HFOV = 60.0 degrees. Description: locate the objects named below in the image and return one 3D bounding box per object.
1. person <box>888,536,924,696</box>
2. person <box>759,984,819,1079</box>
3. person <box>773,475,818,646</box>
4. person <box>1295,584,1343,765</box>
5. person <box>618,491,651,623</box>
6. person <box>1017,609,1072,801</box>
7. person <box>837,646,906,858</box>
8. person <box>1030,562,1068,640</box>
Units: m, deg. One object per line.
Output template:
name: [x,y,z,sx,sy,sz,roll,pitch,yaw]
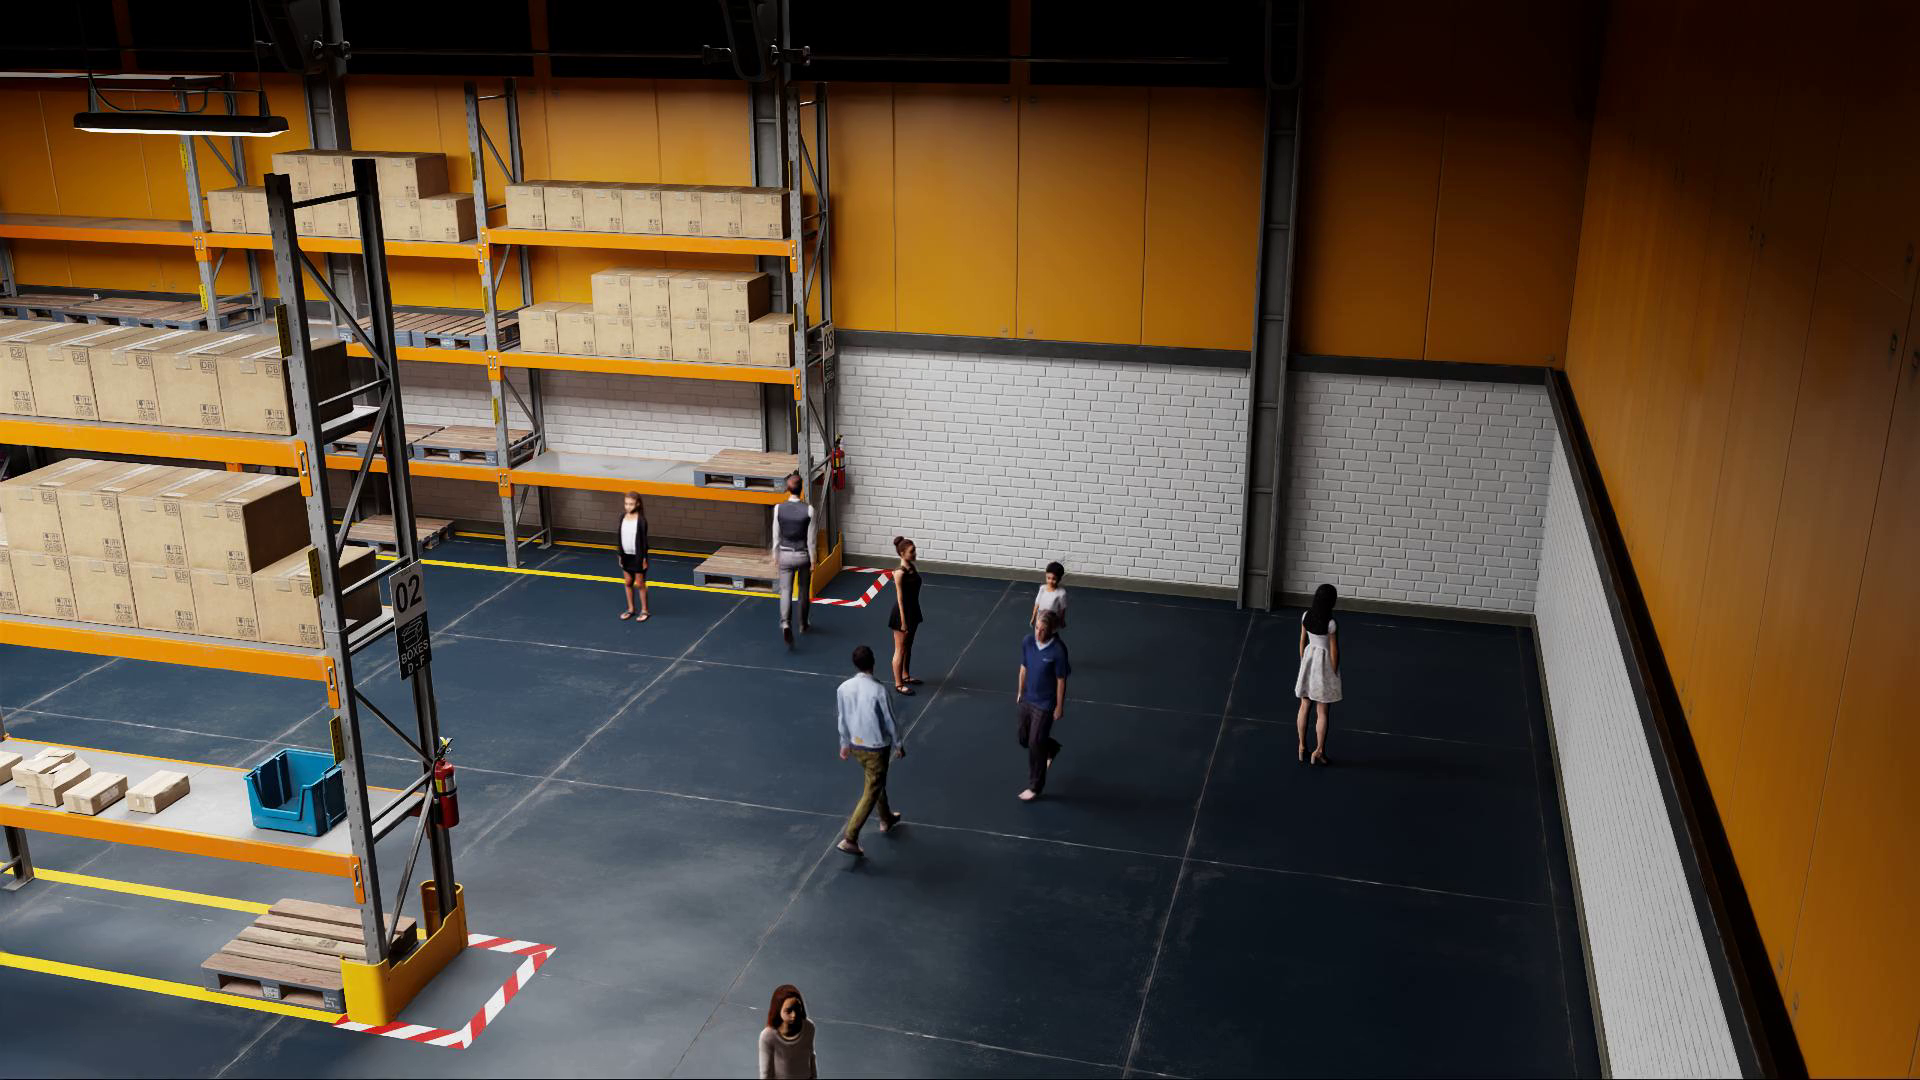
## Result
person: [-0.565,0.770,17.386,0.572,1.673,0.584,6,20,18]
person: [-1.033,3.338,10.056,0.613,1.485,0.660,-13,22,-33]
person: [-1.864,0.234,18.609,1.112,1.910,0.858,2,19,5]
person: [3.397,1.266,15.755,0.834,1.774,0.751,-16,24,-39]
person: [-3.785,0.168,19.357,0.540,1.556,0.617,8,20,22]
person: [0.785,1.453,15.097,0.980,1.841,0.958,-16,24,-39]
person: [-0.806,1.817,14.121,1.203,1.773,1.052,15,24,38]
person: [1.015,0.825,17.939,0.902,1.216,0.802,15,24,38]
